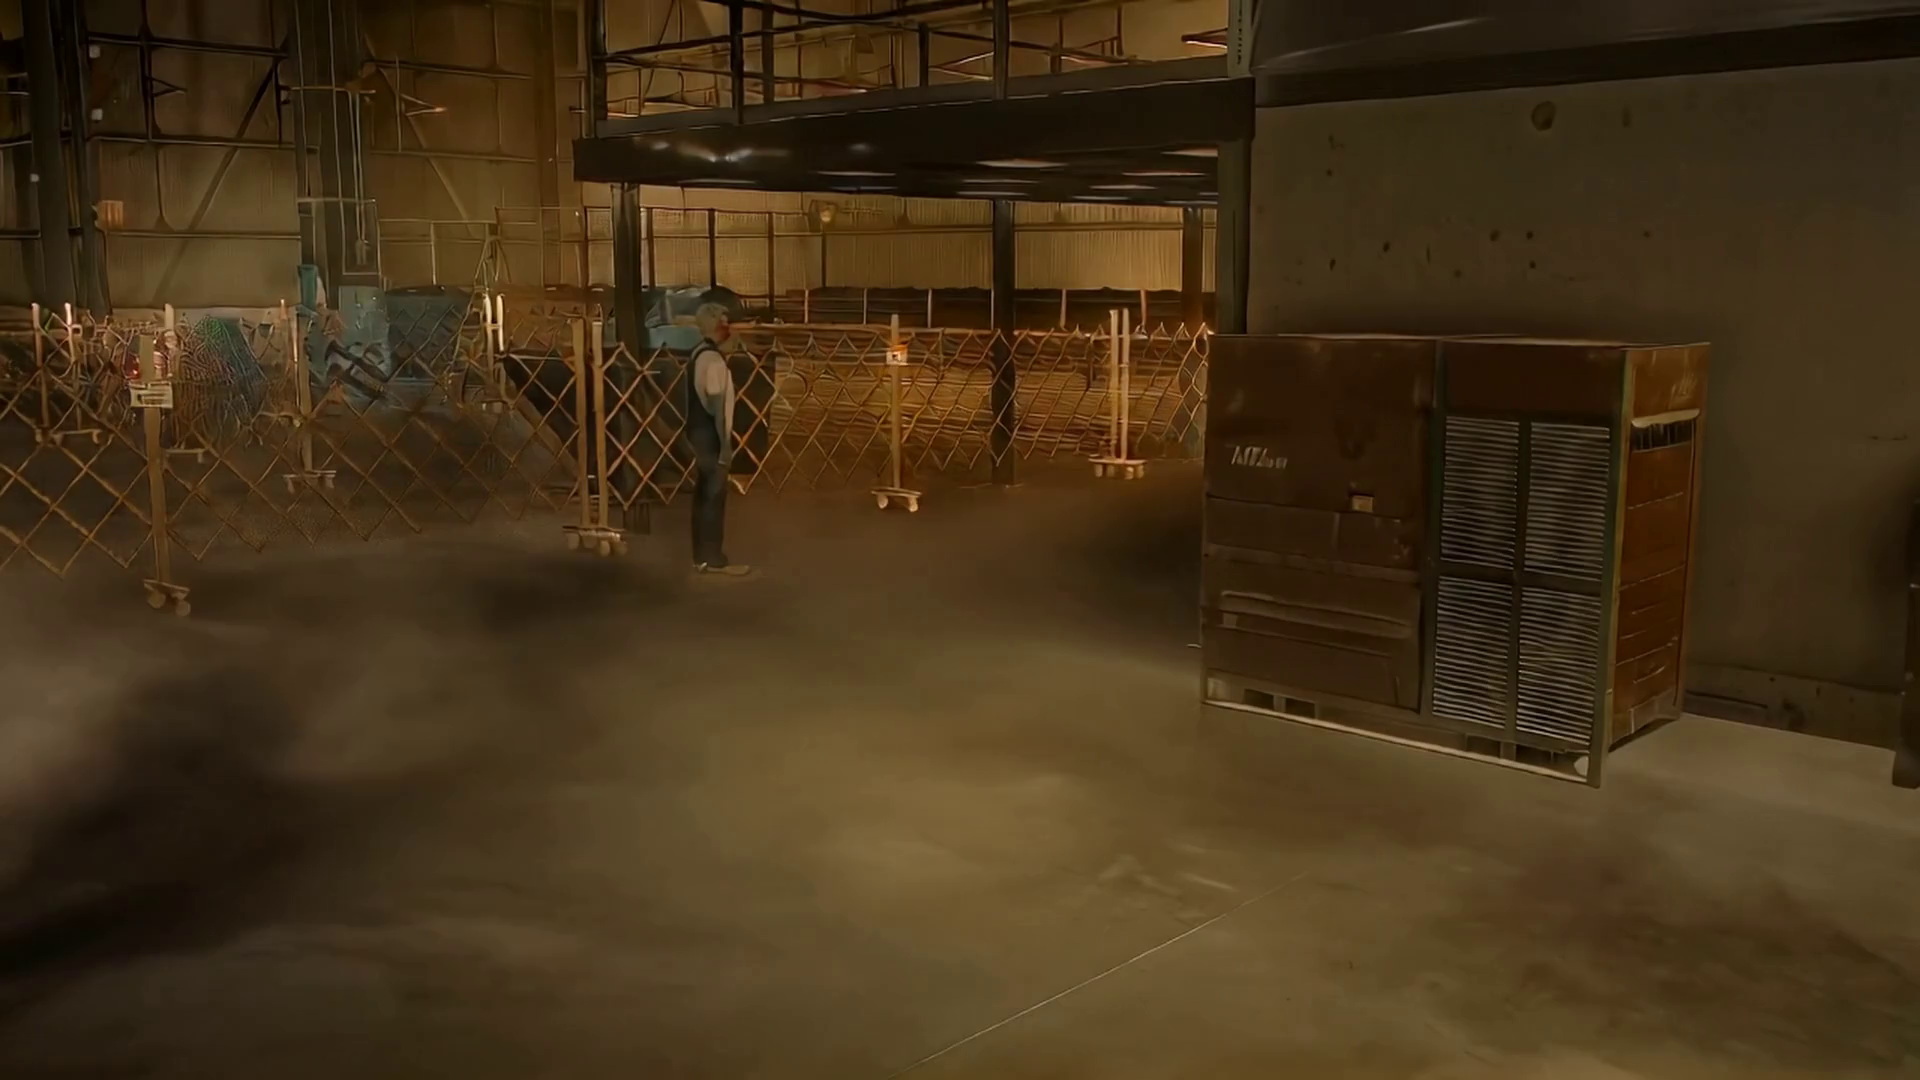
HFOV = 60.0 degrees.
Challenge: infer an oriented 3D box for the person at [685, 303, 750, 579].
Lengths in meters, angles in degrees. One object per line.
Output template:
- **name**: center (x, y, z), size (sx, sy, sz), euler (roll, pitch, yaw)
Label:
- **person**: center (-1.655, -0.663, 11.175), size (0.346, 1.846, 0.505), euler (-5, 10, -27)
